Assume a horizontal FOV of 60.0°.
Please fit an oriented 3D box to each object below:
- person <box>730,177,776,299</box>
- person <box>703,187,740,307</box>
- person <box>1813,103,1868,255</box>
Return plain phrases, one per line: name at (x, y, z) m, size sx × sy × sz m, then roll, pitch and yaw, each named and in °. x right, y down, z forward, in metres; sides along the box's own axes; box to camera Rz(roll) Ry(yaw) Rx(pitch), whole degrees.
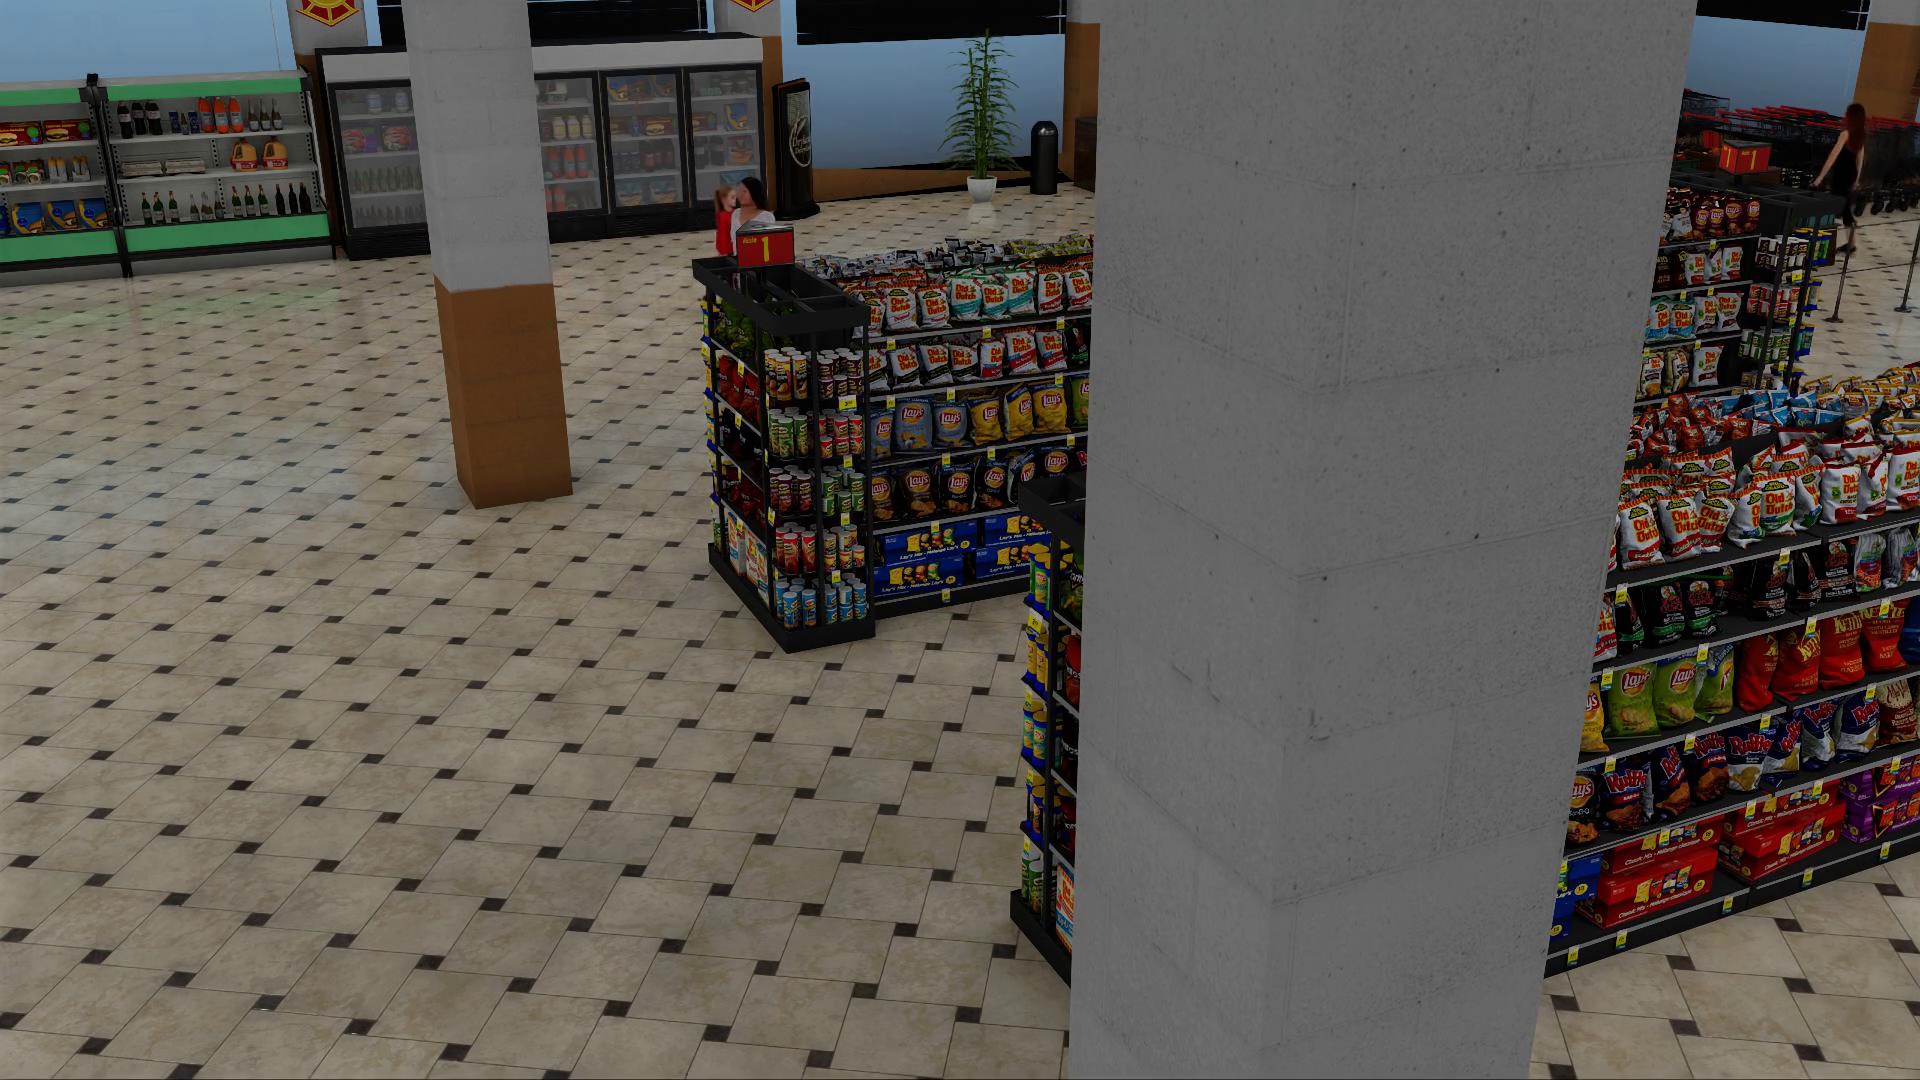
person at (-1.852, -2.455, 15.082) m, size 0.772 × 1.679 × 0.765 m, roll 18°, pitch 28°, yaw 37°
person at (-2.376, -2.925, 16.801) m, size 0.897 × 1.269 × 0.782 m, roll 5°, pitch 22°, yaw 11°
person at (10.335, -4.154, 19.297) m, size 1.058 × 1.689 × 0.737 m, roll -13°, pitch 25°, yaw -30°
